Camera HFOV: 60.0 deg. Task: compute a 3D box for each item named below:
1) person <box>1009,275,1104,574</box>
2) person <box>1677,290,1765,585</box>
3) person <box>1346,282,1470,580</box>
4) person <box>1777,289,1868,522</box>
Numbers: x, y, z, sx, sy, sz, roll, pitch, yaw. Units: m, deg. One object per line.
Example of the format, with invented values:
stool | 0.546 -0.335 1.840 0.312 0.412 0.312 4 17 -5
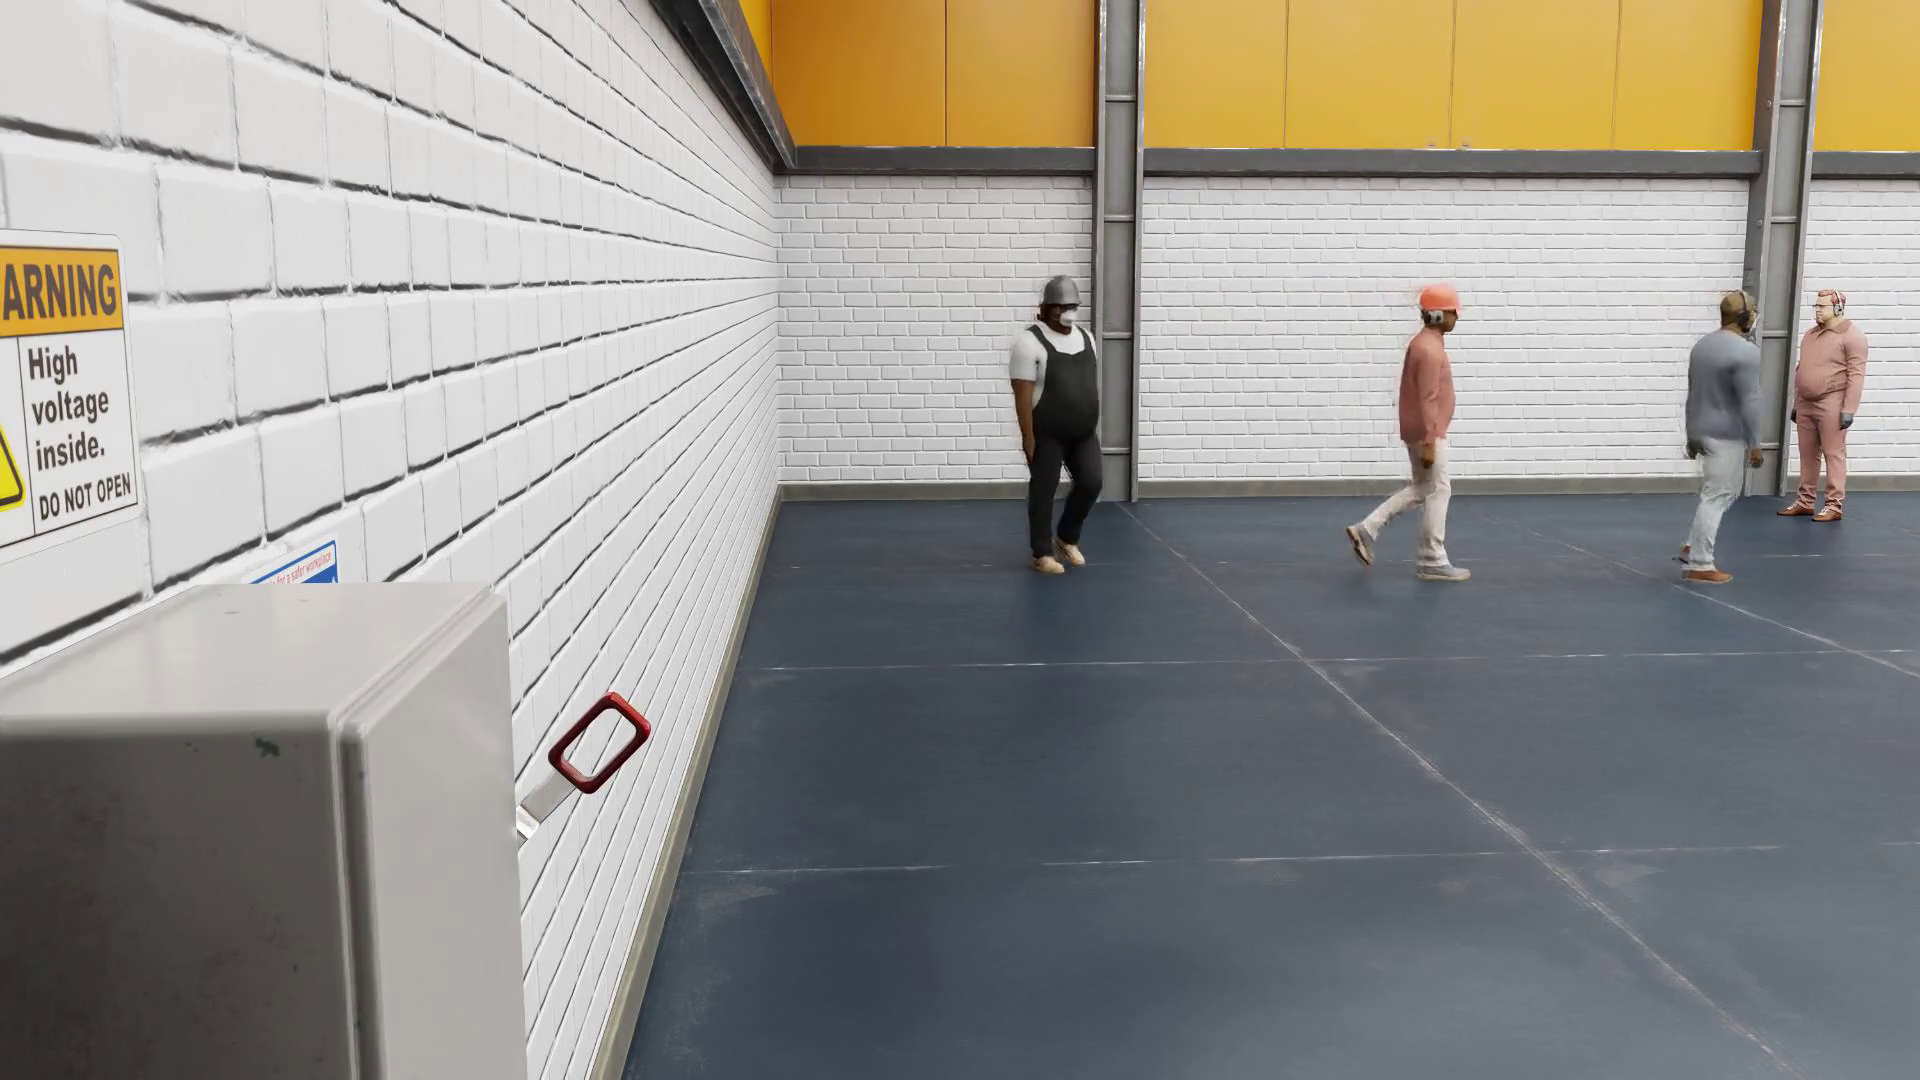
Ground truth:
person | 0.677 -0.778 11.242 0.702 2.000 0.539 -6 11 -33
person | 4.977 -0.657 10.847 0.485 1.925 0.628 0 9 -2
person | 3.016 -0.715 11.034 0.712 1.977 0.619 1 9 5
person | 7.114 -1.108 13.732 0.409 1.907 0.651 -3 9 -16
